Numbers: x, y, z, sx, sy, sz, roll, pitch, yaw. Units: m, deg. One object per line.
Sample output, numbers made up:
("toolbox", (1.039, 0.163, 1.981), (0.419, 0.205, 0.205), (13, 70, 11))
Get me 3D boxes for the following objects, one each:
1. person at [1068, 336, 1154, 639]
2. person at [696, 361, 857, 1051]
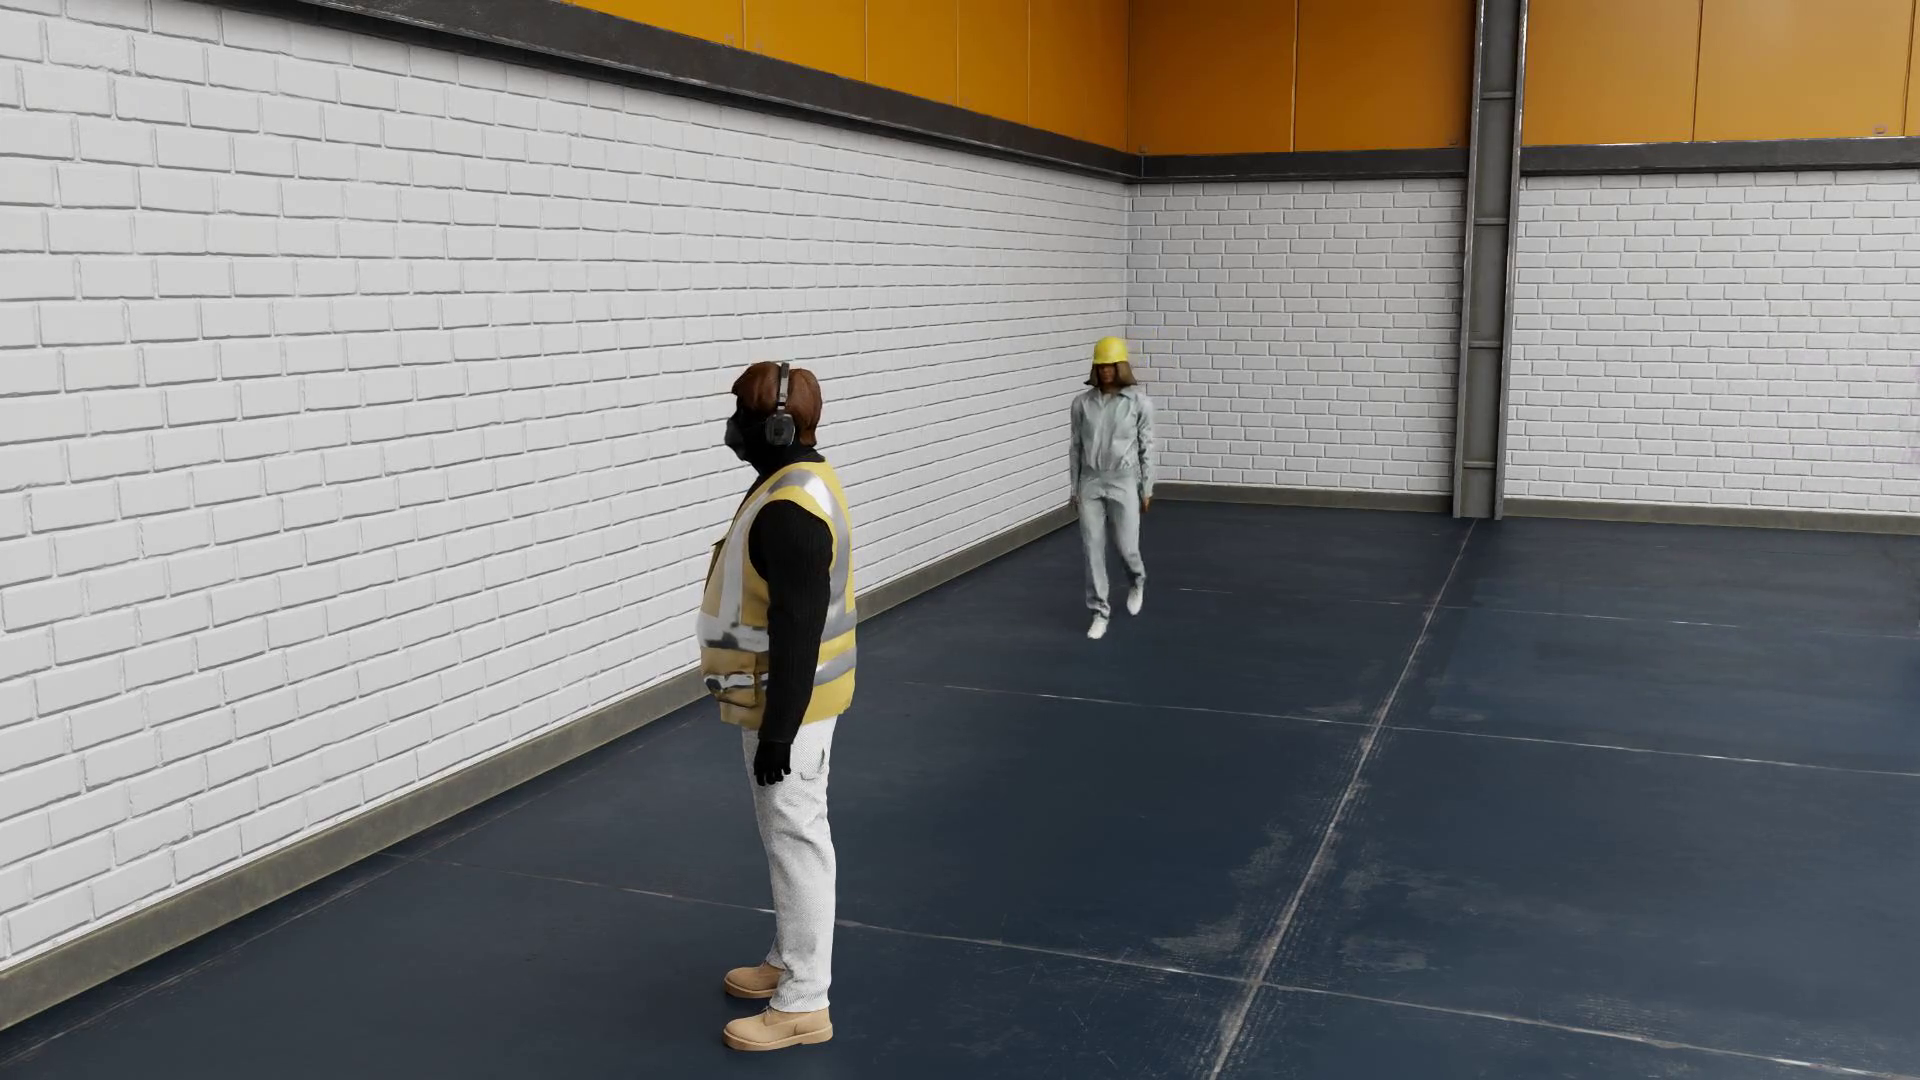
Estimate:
("person", (0.880, -0.313, 9.610), (0.490, 1.729, 0.550), (3, 10, 19))
("person", (-0.493, 0.440, 4.512), (0.429, 1.846, 0.626), (-1, 9, -6))
